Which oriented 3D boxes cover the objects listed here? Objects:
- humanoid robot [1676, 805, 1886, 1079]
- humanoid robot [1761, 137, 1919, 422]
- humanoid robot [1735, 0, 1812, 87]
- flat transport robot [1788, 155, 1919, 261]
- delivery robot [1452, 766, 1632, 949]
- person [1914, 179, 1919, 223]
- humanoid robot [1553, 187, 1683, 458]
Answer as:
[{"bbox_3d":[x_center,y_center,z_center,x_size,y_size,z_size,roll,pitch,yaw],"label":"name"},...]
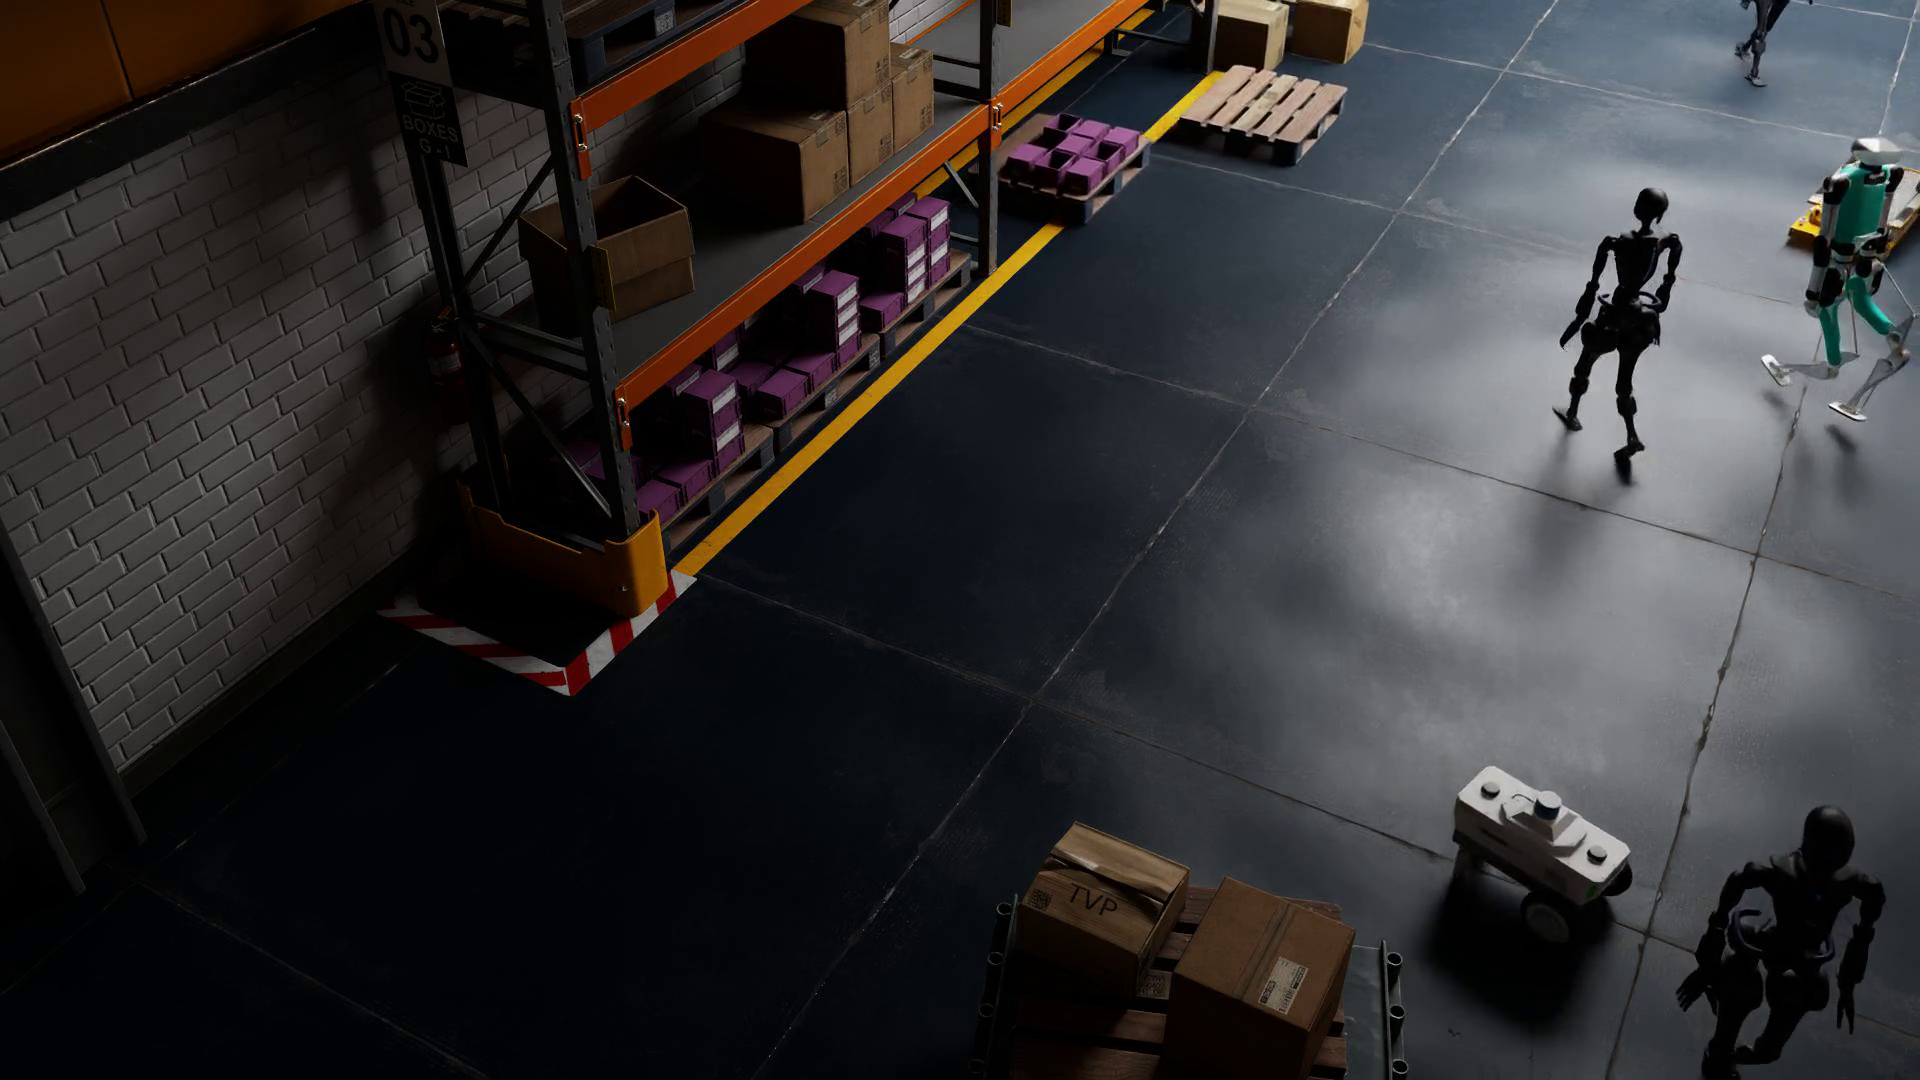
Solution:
[{"bbox_3d":[2.998,1.595,6.105,0.611,1.662,0.414,6,39,8],"label":"humanoid robot"},{"bbox_3d":[5.369,-1.441,9.855,0.537,1.728,1.011,-15,41,-18],"label":"humanoid robot"},{"bbox_3d":[6.926,-4.734,14.063,0.592,1.642,0.777,-4,39,-5],"label":"humanoid robot"},{"bbox_3d":[6.734,-2.482,12.322,0.659,0.231,1.431,28,46,30],"label":"flat transport robot"},{"bbox_3d":[2.545,1.373,7.290,0.524,0.614,0.786,-31,48,-33],"label":"delivery robot"},{"bbox_3d":[7.232,-3.120,11.820,0.571,1.896,0.374,25,45,28],"label":"person"},{"bbox_3d":[3.867,-1.249,9.678,0.610,1.632,0.698,-7,39,-8],"label":"humanoid robot"}]
